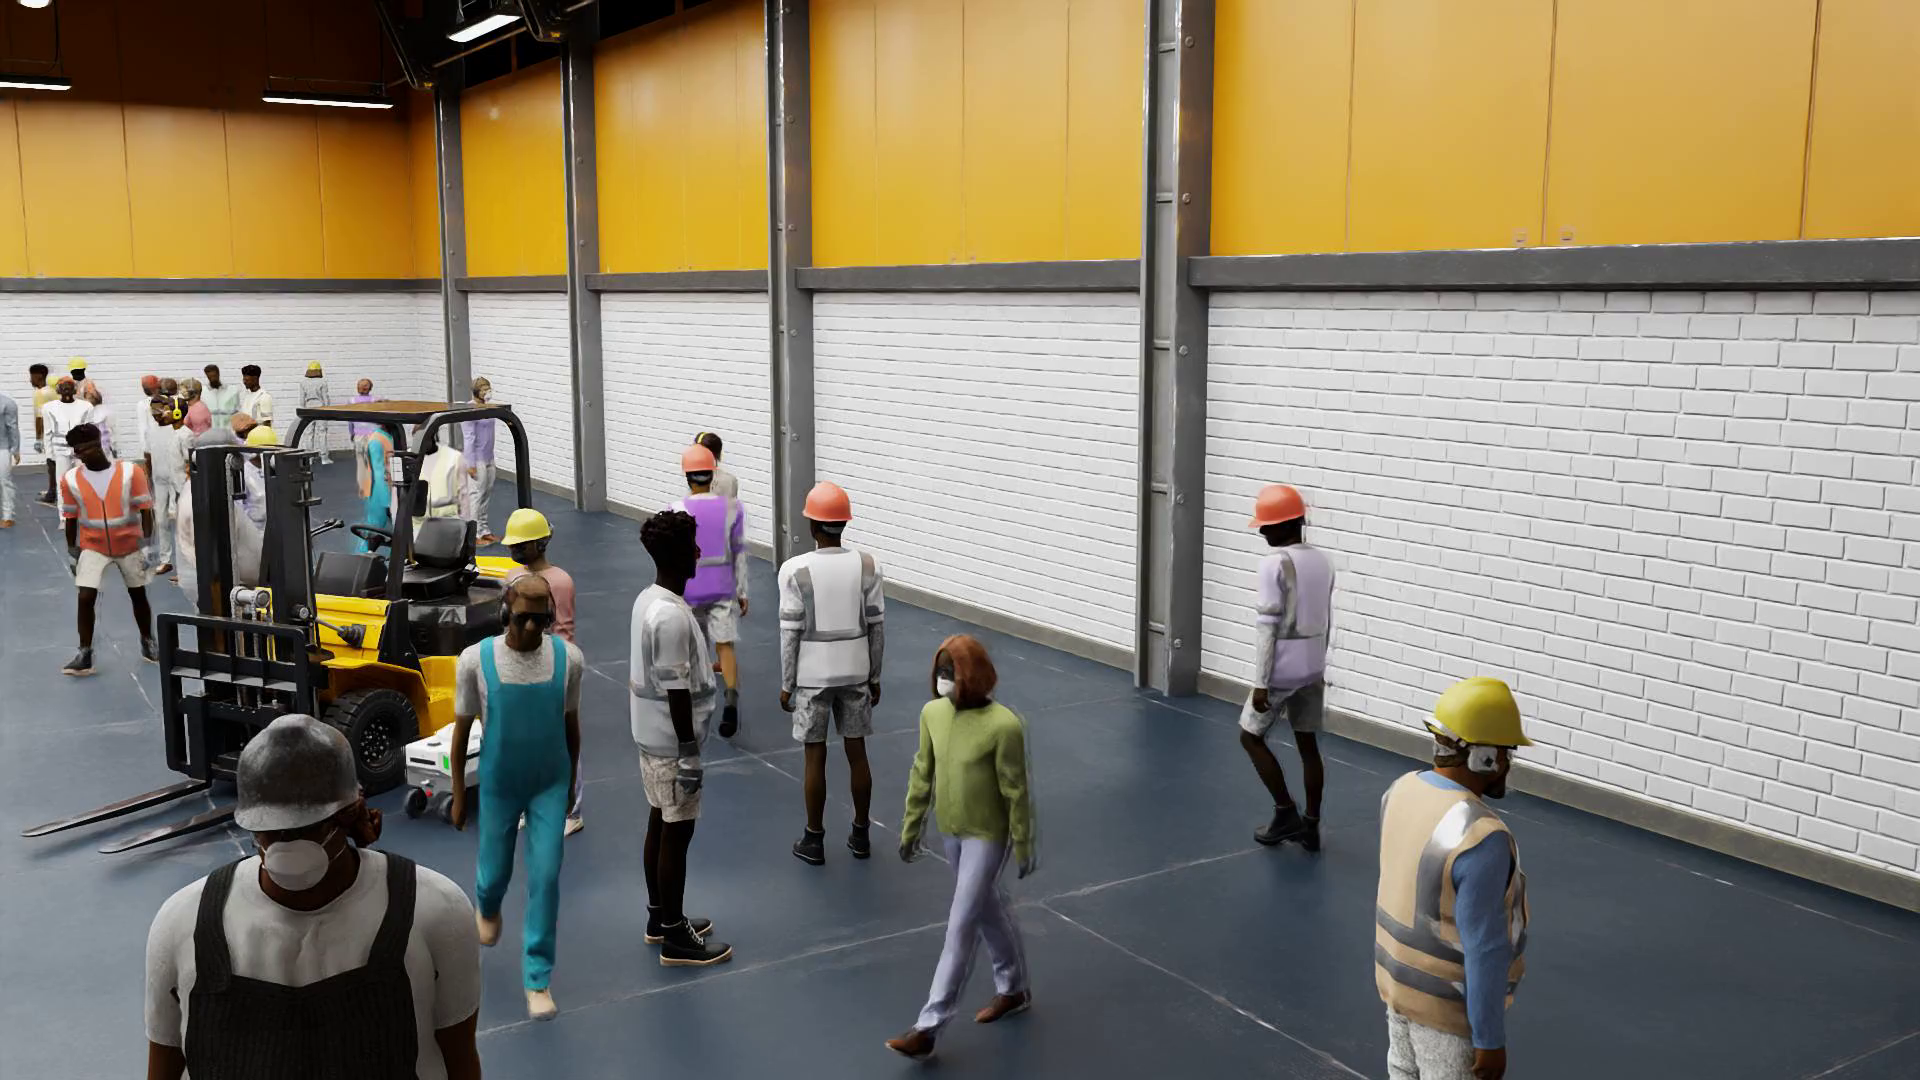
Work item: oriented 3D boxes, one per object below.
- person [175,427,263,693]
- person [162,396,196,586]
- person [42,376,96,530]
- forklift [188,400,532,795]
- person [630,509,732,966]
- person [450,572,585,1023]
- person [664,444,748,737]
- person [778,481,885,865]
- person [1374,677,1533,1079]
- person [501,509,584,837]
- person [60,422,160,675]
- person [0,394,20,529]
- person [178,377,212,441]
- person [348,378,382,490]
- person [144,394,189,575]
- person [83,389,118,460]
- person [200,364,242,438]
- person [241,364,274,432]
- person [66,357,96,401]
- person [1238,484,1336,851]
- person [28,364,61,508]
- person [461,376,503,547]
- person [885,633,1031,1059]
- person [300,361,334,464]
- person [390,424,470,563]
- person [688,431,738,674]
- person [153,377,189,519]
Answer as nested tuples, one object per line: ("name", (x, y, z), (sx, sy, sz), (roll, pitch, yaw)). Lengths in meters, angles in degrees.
("person", (-4.775, 0.271, 10.779), (0.536, 2.000, 0.694), (-4, 9, -27))
("person", (-7.689, -0.482, 16.428), (0.318, 1.870, 0.531), (-5, 10, -31))
("person", (-10.868, -1.064, 20.337), (0.579, 1.878, 0.352), (-5, 10, -28))
("forklift", (-3.529, 0.258, 10.348), (1.214, 2.155, 2.313), (4, 9, 25))
("person", (-1.228, 0.842, 7.179), (0.367, 1.966, 0.607), (-3, 9, -21))
("person", (-1.814, 0.981, 6.805), (0.534, 1.808, 0.752), (-4, 9, -23))
("person", (-1.640, 0.332, 10.803), (0.560, 1.912, 0.832), (-3, 9, -20))
("person", (-0.653, 0.671, 8.409), (0.548, 1.942, 0.348), (-3, 9, -20))
("person", (1.395, 1.285, 4.729), (0.421, 1.816, 0.586), (-1, 9, -9))
("person", (-2.237, 0.705, 8.802), (0.526, 1.761, 0.333), (6, 10, 35))
("person", (-6.472, 0.062, 12.622), (0.699, 1.916, 0.701), (-3, 9, -21))
("person", (-11.821, -1.084, 20.309), (0.638, 1.930, 0.387), (-1, 9, -9))
("person", (-8.579, -0.857, 18.722), (0.372, 1.940, 0.627), (-4, 9, -25))
("person", (-8.687, -1.546, 24.361), (0.515, 1.641, 0.314), (-1, 8, -5))
("person", (-8.087, -0.560, 17.005), (0.511, 1.859, 0.324), (1, 9, 7))
("person", (-11.564, -1.197, 22.143), (0.525, 1.598, 0.817), (2, 9, 16))
("person", (-10.424, -1.533, 23.455), (0.621, 1.884, 0.452), (-3, 9, -22))
("person", (-9.255, -1.342, 21.945), (0.374, 1.958, 0.606), (-8, 12, -43))
("person", (-13.393, -1.842, 25.454), (0.607, 1.917, 0.409), (8, 12, 44))
("person", (1.689, 0.666, 8.530), (0.653, 1.912, 0.422), (-7, 11, -37))
("person", (-12.306, -1.398, 22.422), (0.622, 1.939, 0.617), (-2, 9, -12))
("person", (-5.467, -0.895, 18.975), (0.352, 1.937, 0.635), (1, 9, 7))
("person", (-0.027, 1.150, 6.343), (0.850, 1.584, 0.519), (-8, 12, -44))
("person", (-10.862, -2.143, 28.055), (0.490, 1.740, 0.322), (1, 8, 4))
("person", (-4.511, -0.127, 14.178), (0.649, 1.823, 0.458), (-2, 9, -13))
("person", (-1.865, 0.124, 12.404), (0.367, 1.860, 0.565), (5, 10, 31))
("person", (-9.987, -1.153, 21.095), (0.590, 1.824, 0.649), (0, 8, 2))
